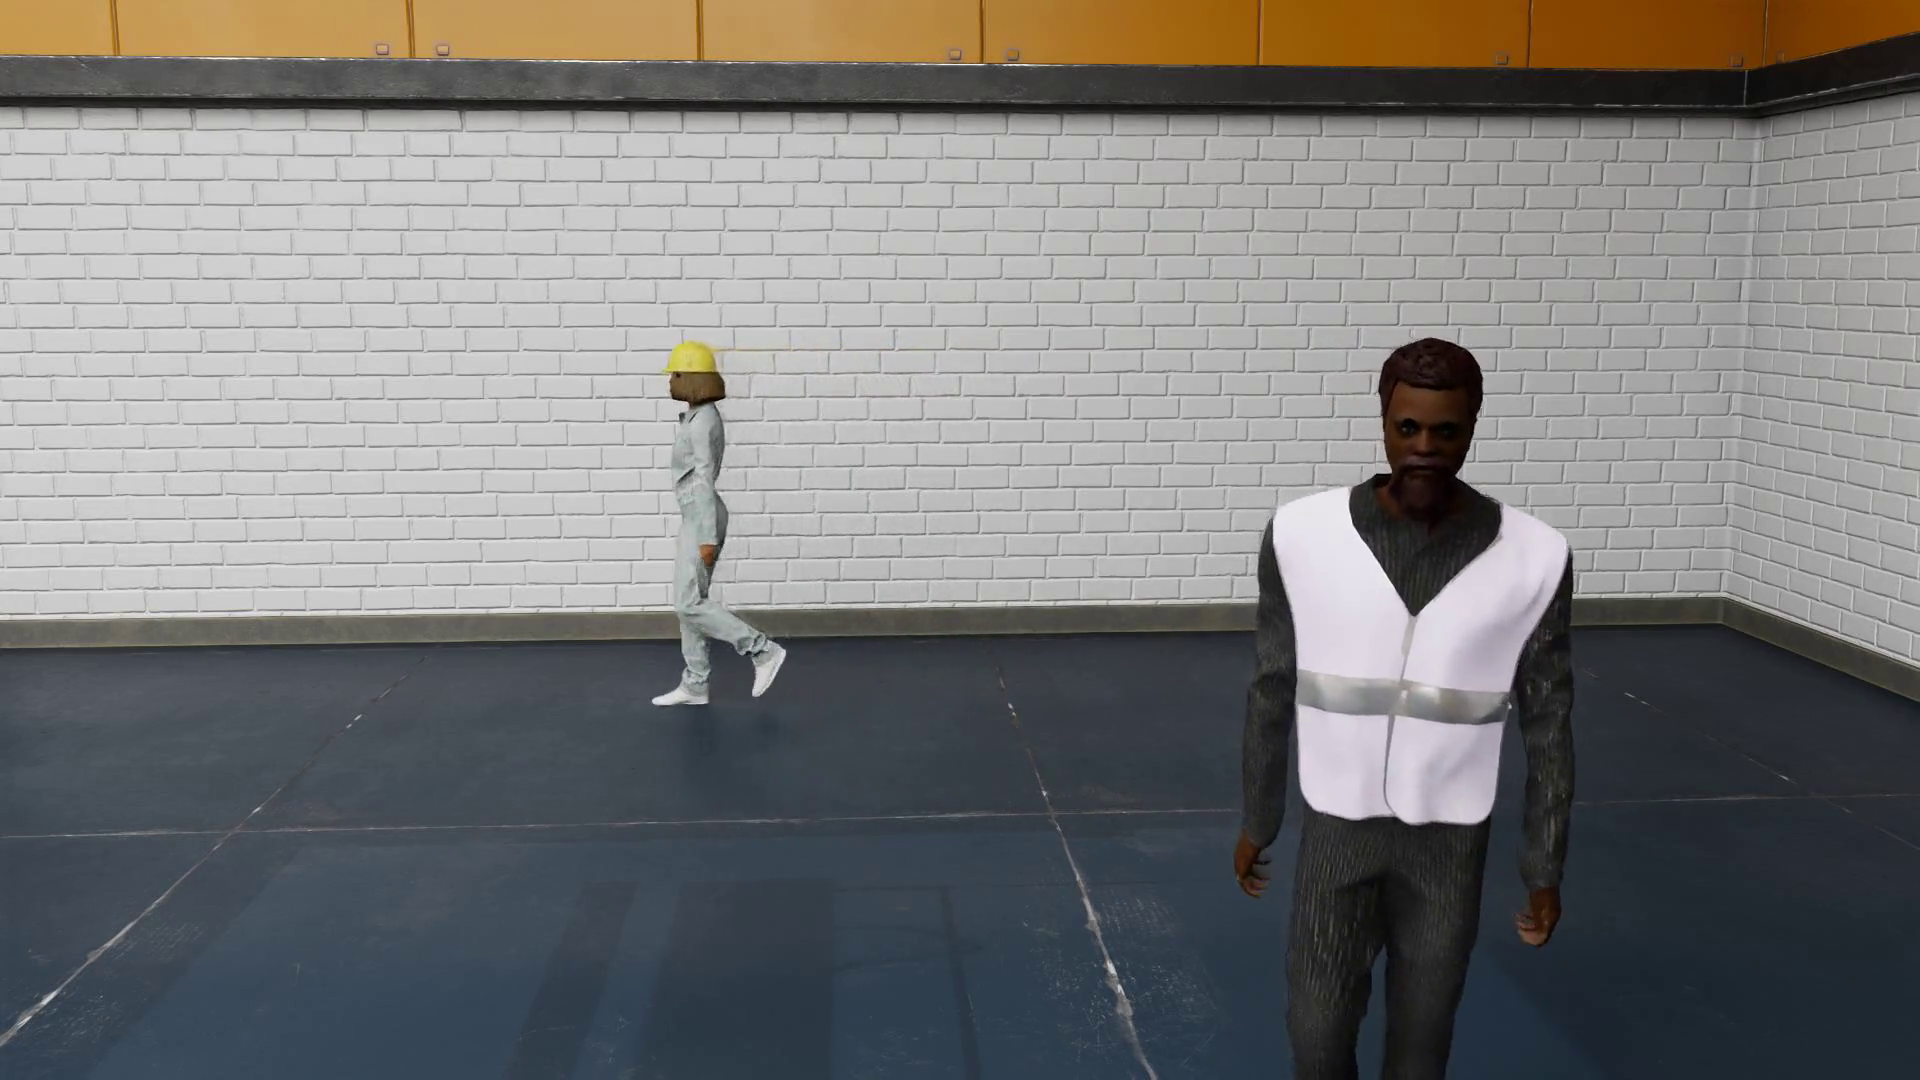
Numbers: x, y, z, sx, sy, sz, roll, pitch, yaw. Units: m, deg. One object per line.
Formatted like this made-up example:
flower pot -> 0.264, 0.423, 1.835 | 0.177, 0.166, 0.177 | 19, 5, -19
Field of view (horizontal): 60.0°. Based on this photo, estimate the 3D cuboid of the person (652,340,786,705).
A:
person -> -1.147, -0.060, 7.725 | 0.550, 1.729, 0.490 | -1, 9, -5

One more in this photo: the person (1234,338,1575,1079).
person -> 0.852, 0.566, 3.219 | 0.636, 1.902, 0.499 | 2, 9, 11
